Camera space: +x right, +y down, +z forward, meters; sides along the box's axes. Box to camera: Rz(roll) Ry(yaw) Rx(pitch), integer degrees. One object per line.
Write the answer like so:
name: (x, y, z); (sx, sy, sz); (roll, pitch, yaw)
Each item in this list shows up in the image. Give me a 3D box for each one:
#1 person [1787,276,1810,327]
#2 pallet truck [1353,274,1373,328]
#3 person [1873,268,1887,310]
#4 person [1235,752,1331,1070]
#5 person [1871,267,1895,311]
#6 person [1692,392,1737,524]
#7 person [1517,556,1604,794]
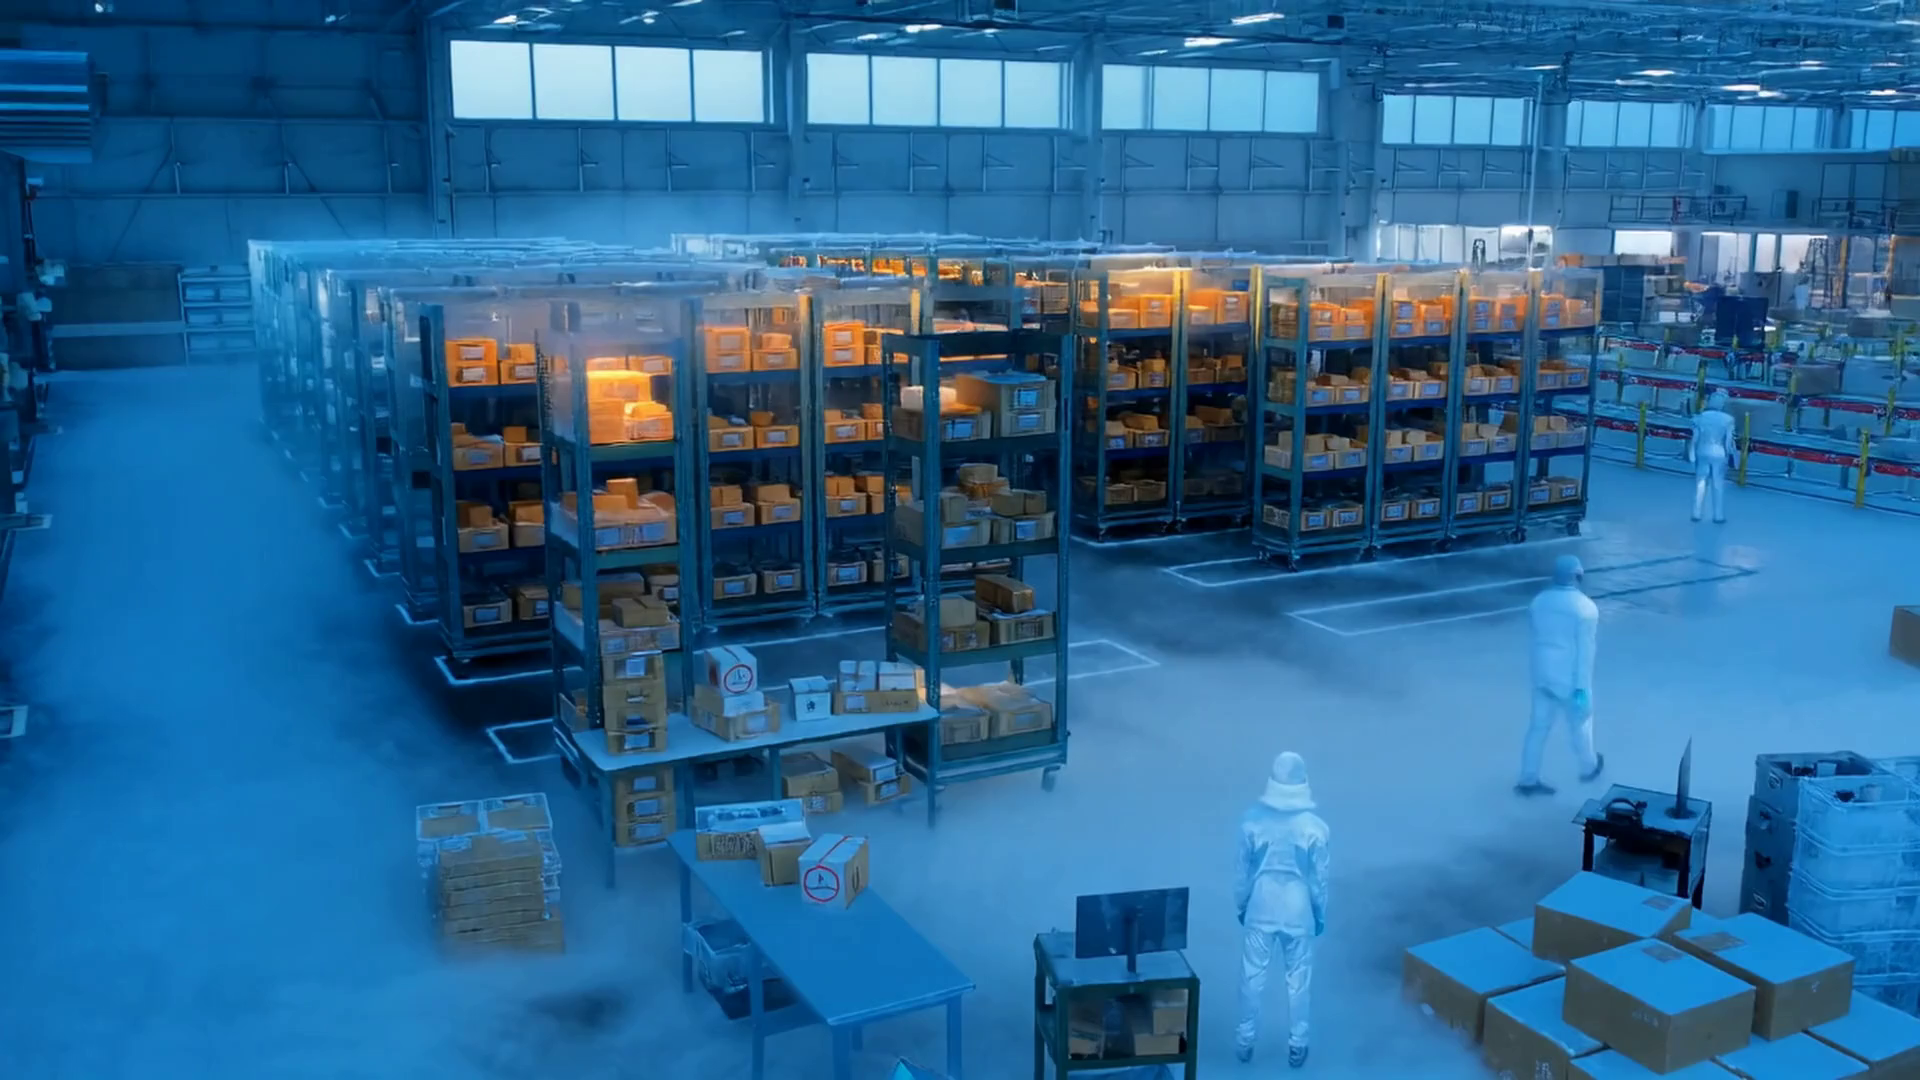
person: (27.019, -7.588, 53.469); (0.528, 1.842, 0.876); (-2, 12, -11)
pallet truck: (13.011, -8.050, 55.243); (0.823, 1.965, 1.885); (-7, 14, -28)
person: (33.126, -8.904, 59.806); (0.523, 1.759, 0.342); (9, 15, 35)
person: (1.729, 1.980, 8.953); (0.485, 1.735, 0.343); (3, 12, 14)
person: (32.503, -8.671, 58.471); (0.575, 1.862, 0.728); (-6, 13, -25)
person: (10.538, -1.145, 23.290); (0.569, 1.847, 0.377); (10, 16, 39)
person: (4.766, 1.059, 13.005); (0.959, 1.844, 0.716); (-7, 14, -30)
